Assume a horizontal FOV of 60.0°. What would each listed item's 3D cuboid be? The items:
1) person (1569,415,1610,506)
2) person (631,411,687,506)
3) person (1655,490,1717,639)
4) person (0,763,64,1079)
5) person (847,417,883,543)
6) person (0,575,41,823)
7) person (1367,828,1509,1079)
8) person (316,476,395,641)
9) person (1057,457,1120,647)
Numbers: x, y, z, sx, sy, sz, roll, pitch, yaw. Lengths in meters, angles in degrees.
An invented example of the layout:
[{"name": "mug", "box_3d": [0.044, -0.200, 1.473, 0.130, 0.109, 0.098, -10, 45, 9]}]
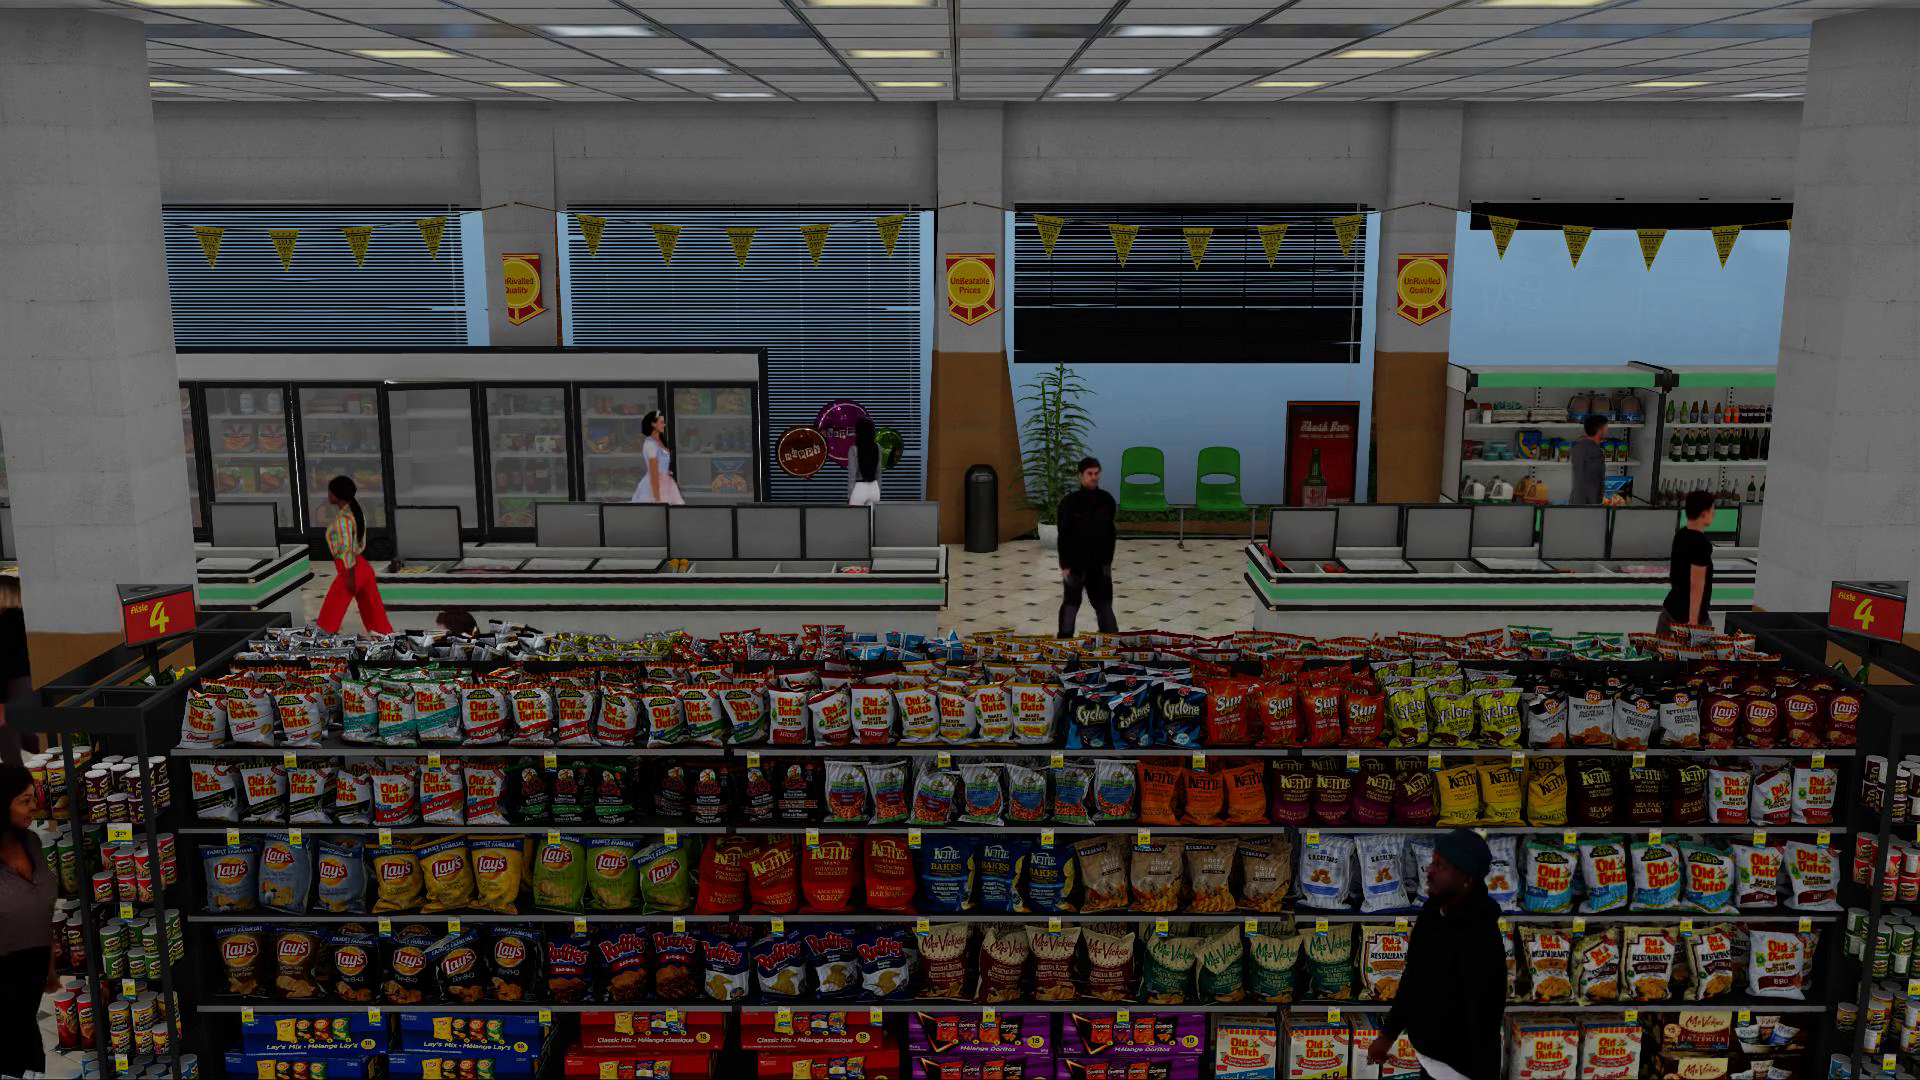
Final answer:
[{"name": "person", "box_3d": [6.189, -0.324, 16.608, 1.007, 1.859, 0.749, -1, 12, -5]}, {"name": "person", "box_3d": [-3.227, -0.419, 17.239, 1.175, 1.786, 0.727, 1, 12, 5]}, {"name": "person", "box_3d": [5.378, 0.561, 12.525, 1.187, 1.811, 0.725, -1, 12, -3]}, {"name": "person", "box_3d": [-3.939, 1.797, 6.706, 1.154, 1.790, 0.886, 4, 12, 17]}, {"name": "person", "box_3d": [-1.005, -0.444, 17.503, 0.649, 1.725, 0.732, -9, 15, -37]}, {"name": "person", "box_3d": [-5.960, 1.033, 10.652, 0.790, 1.658, 0.628, -1, 12, -4]}, {"name": "person", "box_3d": [1.894, 1.925, 6.126, 1.117, 1.779, 0.685, 0, 12, 2]}, {"name": "person", "box_3d": [-4.843, 0.385, 13.547, 1.150, 1.734, 0.601, 0, 12, 1]}, {"name": "person", "box_3d": [1.041, 0.204, 14.259, 1.171, 1.795, 1.049, -4, 13, -20]}]
